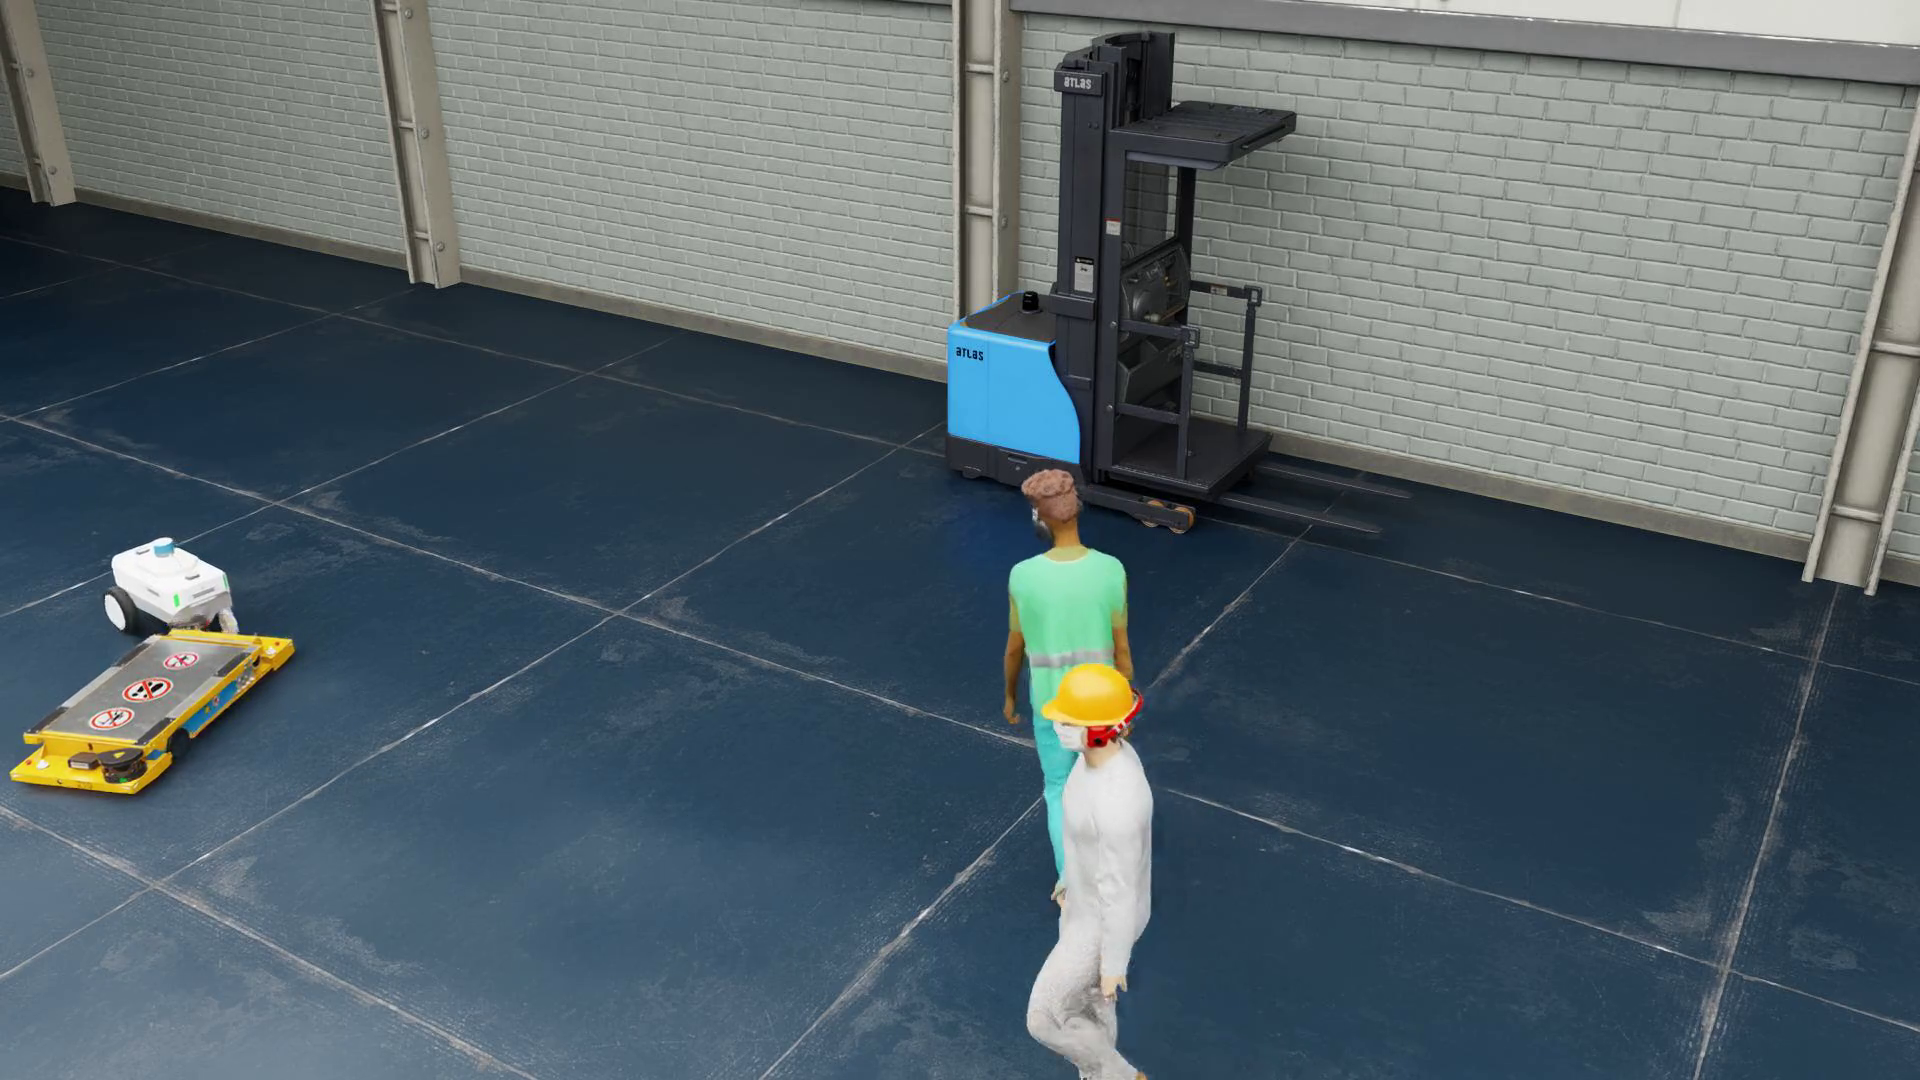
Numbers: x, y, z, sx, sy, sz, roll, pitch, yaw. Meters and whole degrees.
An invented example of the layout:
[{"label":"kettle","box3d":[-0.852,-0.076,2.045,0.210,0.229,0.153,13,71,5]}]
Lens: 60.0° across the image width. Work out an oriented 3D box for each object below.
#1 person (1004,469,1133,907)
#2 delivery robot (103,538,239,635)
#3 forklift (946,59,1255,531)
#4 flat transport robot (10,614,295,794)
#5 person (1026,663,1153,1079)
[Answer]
[{"label":"person","box3d":[0.445,0.652,6.919,0.498,1.943,0.673,-5,26,-11]},{"label":"delivery robot","box3d":[-4.436,0.280,9.354,0.815,0.614,0.499,18,31,33]},{"label":"forklift","box3d":[0.933,-1.707,10.833,1.873,2.768,1.129,15,29,28]},{"label":"flat transport robot","box3d":[-4.100,0.819,8.526,0.659,0.231,1.431,4,26,9]},{"label":"person","box3d":[0.429,1.269,5.685,0.444,1.879,0.606,-1,25,-1]}]
